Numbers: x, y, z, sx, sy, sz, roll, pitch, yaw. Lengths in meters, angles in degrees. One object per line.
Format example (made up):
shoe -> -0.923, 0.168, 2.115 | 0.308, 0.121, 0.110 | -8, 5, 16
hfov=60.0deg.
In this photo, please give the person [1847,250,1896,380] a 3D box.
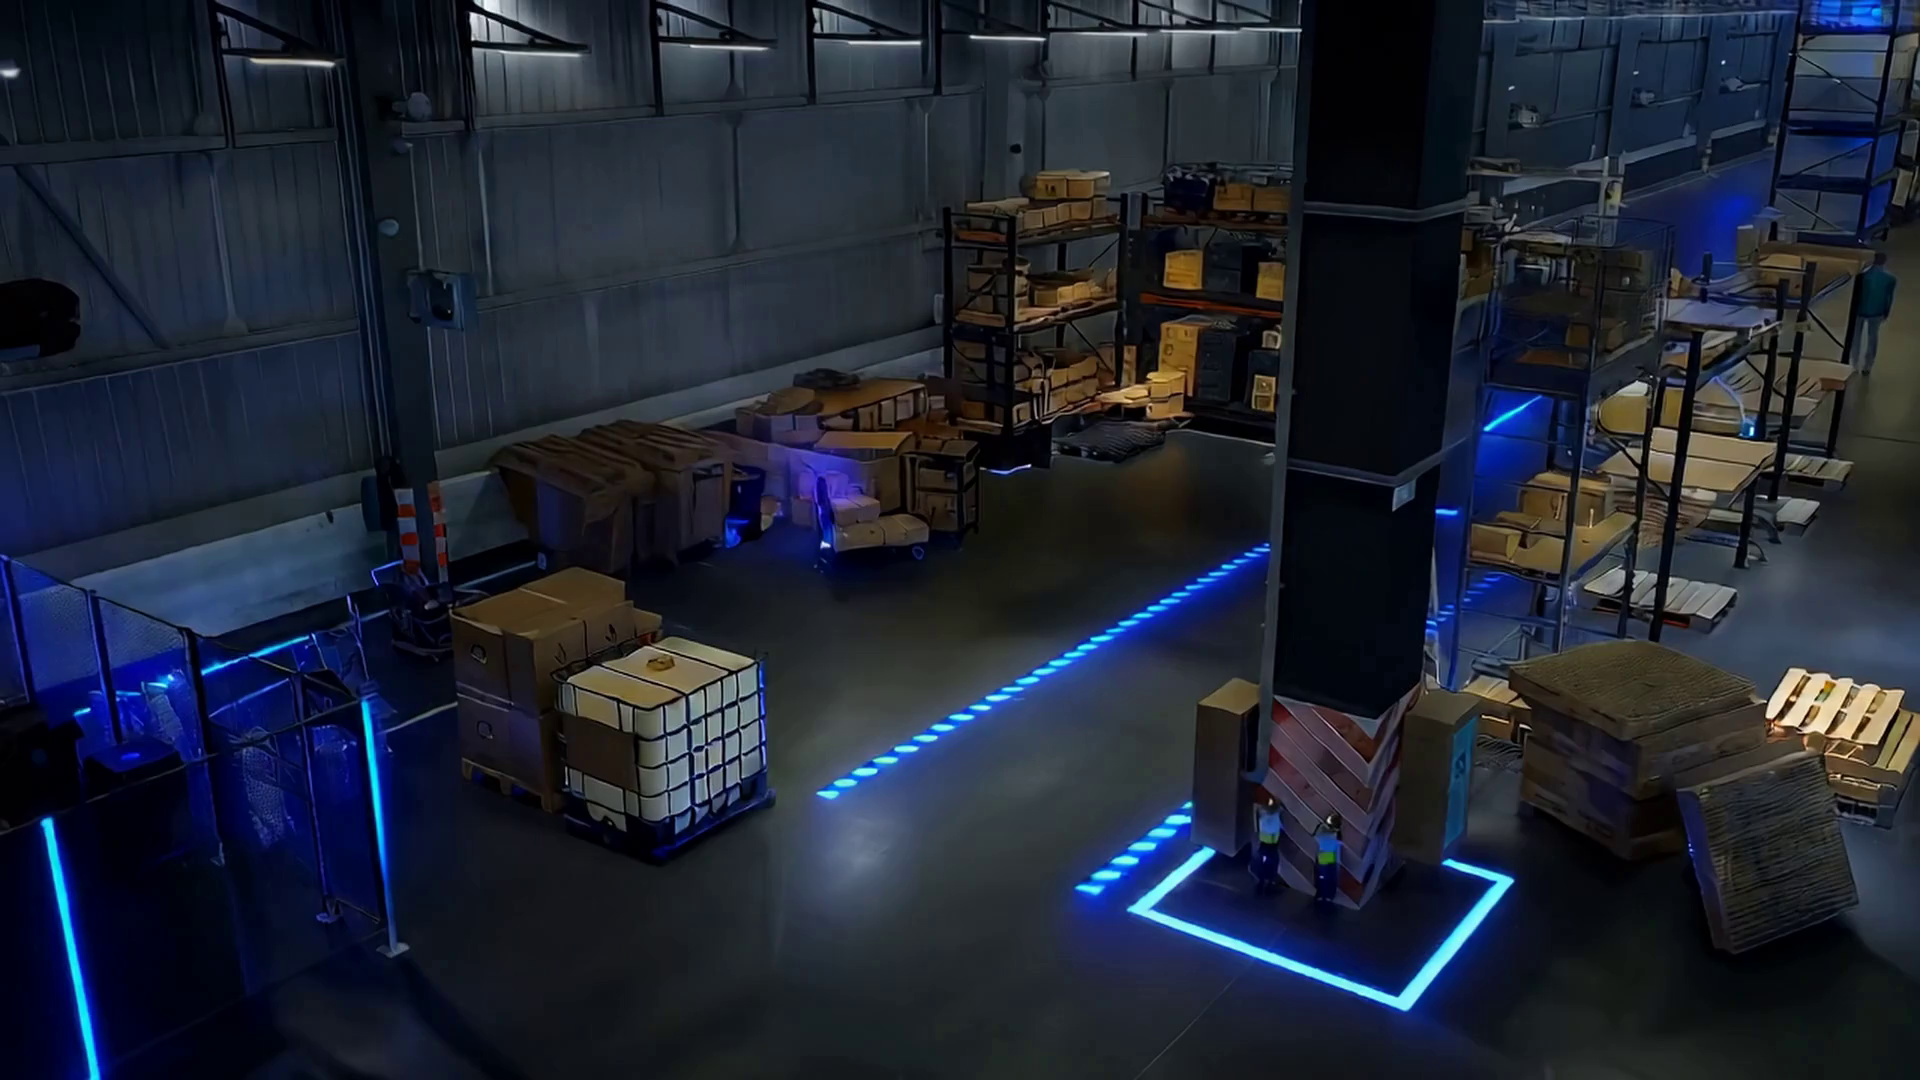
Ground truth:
person -> 14.010, -3.473, 25.652 | 0.380, 1.995, 0.611 | -17, 25, -42
